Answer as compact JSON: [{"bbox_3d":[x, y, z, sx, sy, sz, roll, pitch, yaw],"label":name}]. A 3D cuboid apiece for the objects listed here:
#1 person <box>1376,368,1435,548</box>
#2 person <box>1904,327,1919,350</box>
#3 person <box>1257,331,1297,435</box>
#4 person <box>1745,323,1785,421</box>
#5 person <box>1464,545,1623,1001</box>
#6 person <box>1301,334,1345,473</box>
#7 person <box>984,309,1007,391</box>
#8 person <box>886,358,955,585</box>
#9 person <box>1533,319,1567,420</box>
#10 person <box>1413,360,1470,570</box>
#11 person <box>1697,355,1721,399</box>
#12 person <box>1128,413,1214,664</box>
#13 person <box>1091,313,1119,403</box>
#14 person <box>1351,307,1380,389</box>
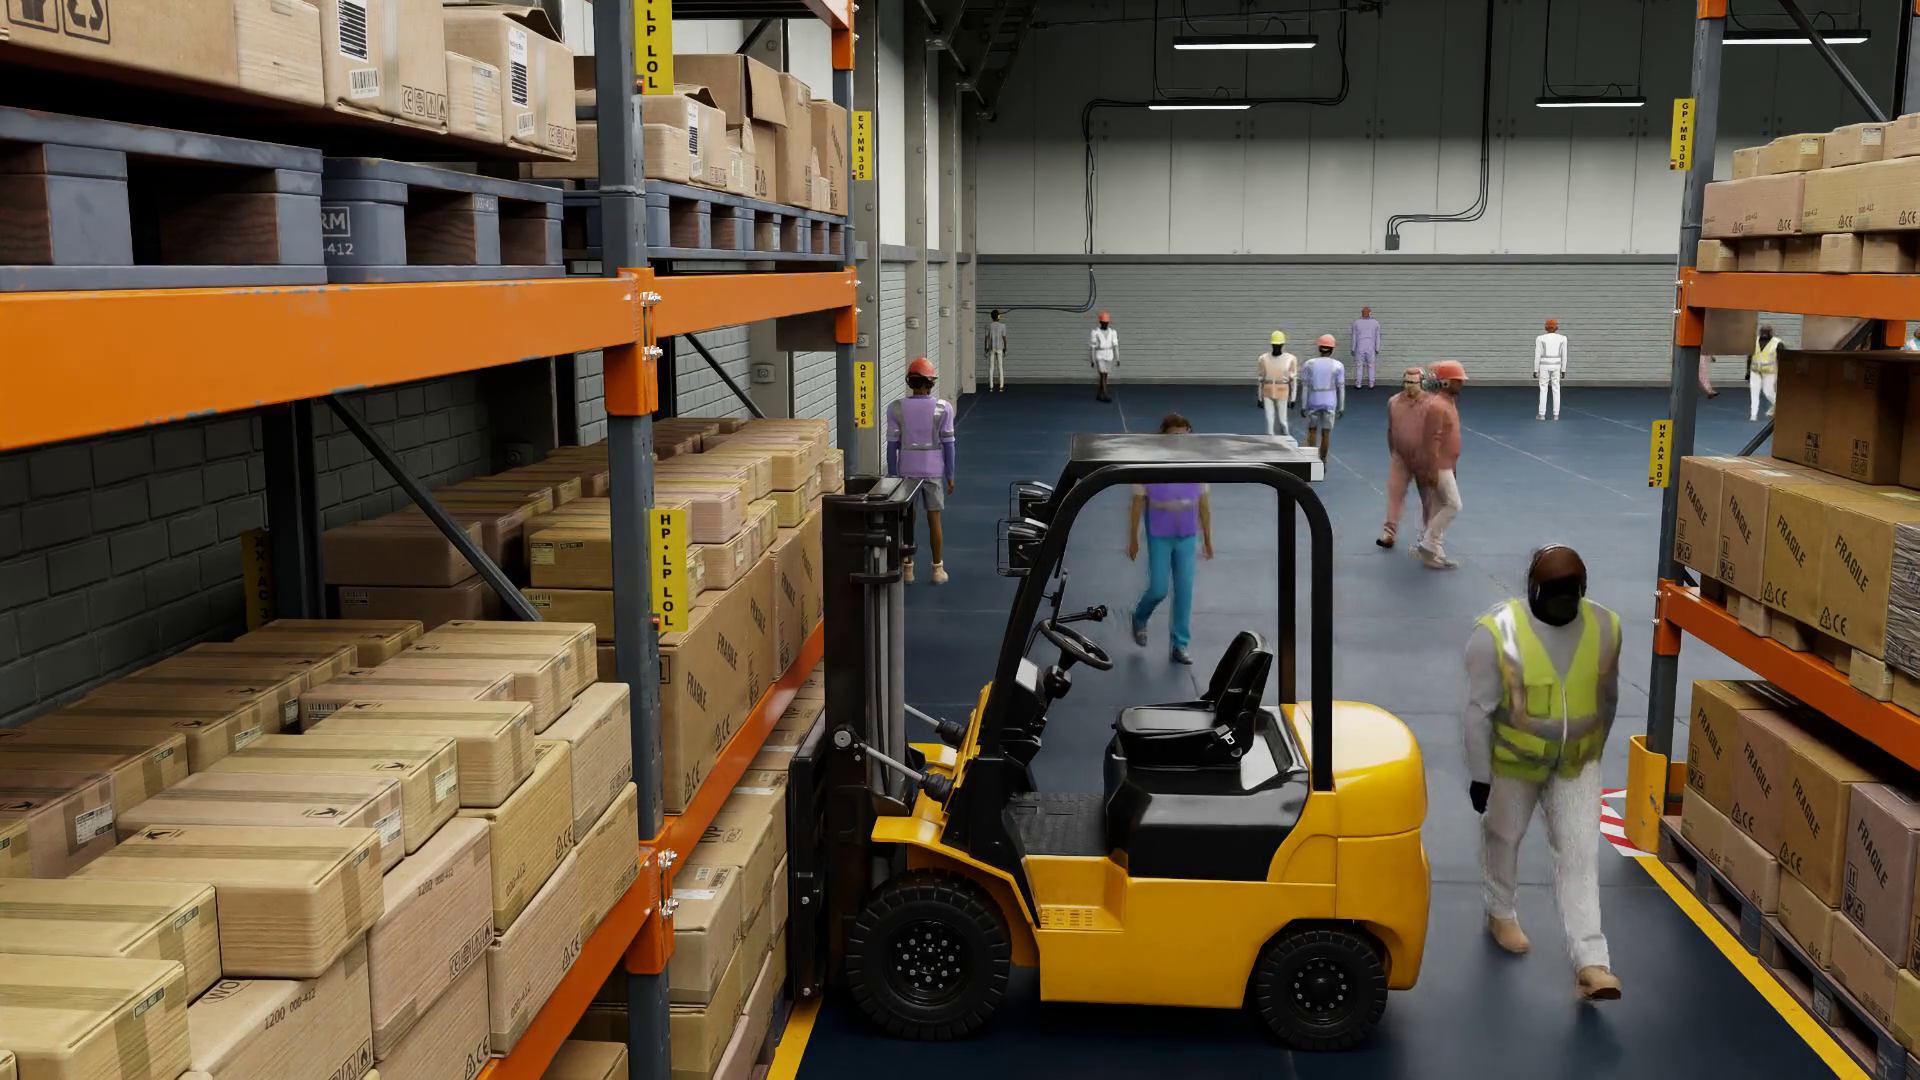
[{"bbox_3d":[4.648,-0.843,17.001,0.660,1.843,1.096,7,12,36],"label":"person"},{"bbox_3d":[19.600,-3.561,34.072,0.528,1.621,0.512,5,11,29],"label":"person"},{"bbox_3d":[4.730,-2.174,24.833,0.587,1.910,0.576,4,10,21],"label":"person"},{"bbox_3d":[14.895,-3.106,30.748,0.590,1.819,0.671,-9,13,-44],"label":"person"},{"bbox_3d":[2.323,0.895,6.613,0.652,1.774,1.041,0,9,0],"label":"person"},{"bbox_3d":[5.010,-1.868,22.916,0.585,1.922,0.457,3,10,18],"label":"person"},{"bbox_3d":[0.807,-4.317,37.938,0.532,1.864,0.314,1,9,4],"label":"person"},{"bbox_3d":[-0.351,-0.614,14.960,0.614,2.039,0.387,1,9,4],"label":"person"},{"bbox_3d":[10.976,-3.173,30.945,0.583,1.881,0.337,1,9,4],"label":"person"},{"bbox_3d":[4.554,-0.694,15.610,0.435,1.982,0.642,5,10,27],"label":"person"},{"bbox_3d":[16.086,-3.978,35.877,0.673,1.855,0.960,-6,11,-32],"label":"person"},{"bbox_3d":[1.508,-0.029,12.078,0.598,1.822,0.521,-3,10,-18],"label":"person"},{"bbox_3d":[3.030,-3.824,34.917,0.557,1.891,1.024,-3,10,-15],"label":"person"},{"bbox_3d":[9.386,-4.436,38.540,0.651,1.904,0.401,1,9,4],"label":"person"}]
